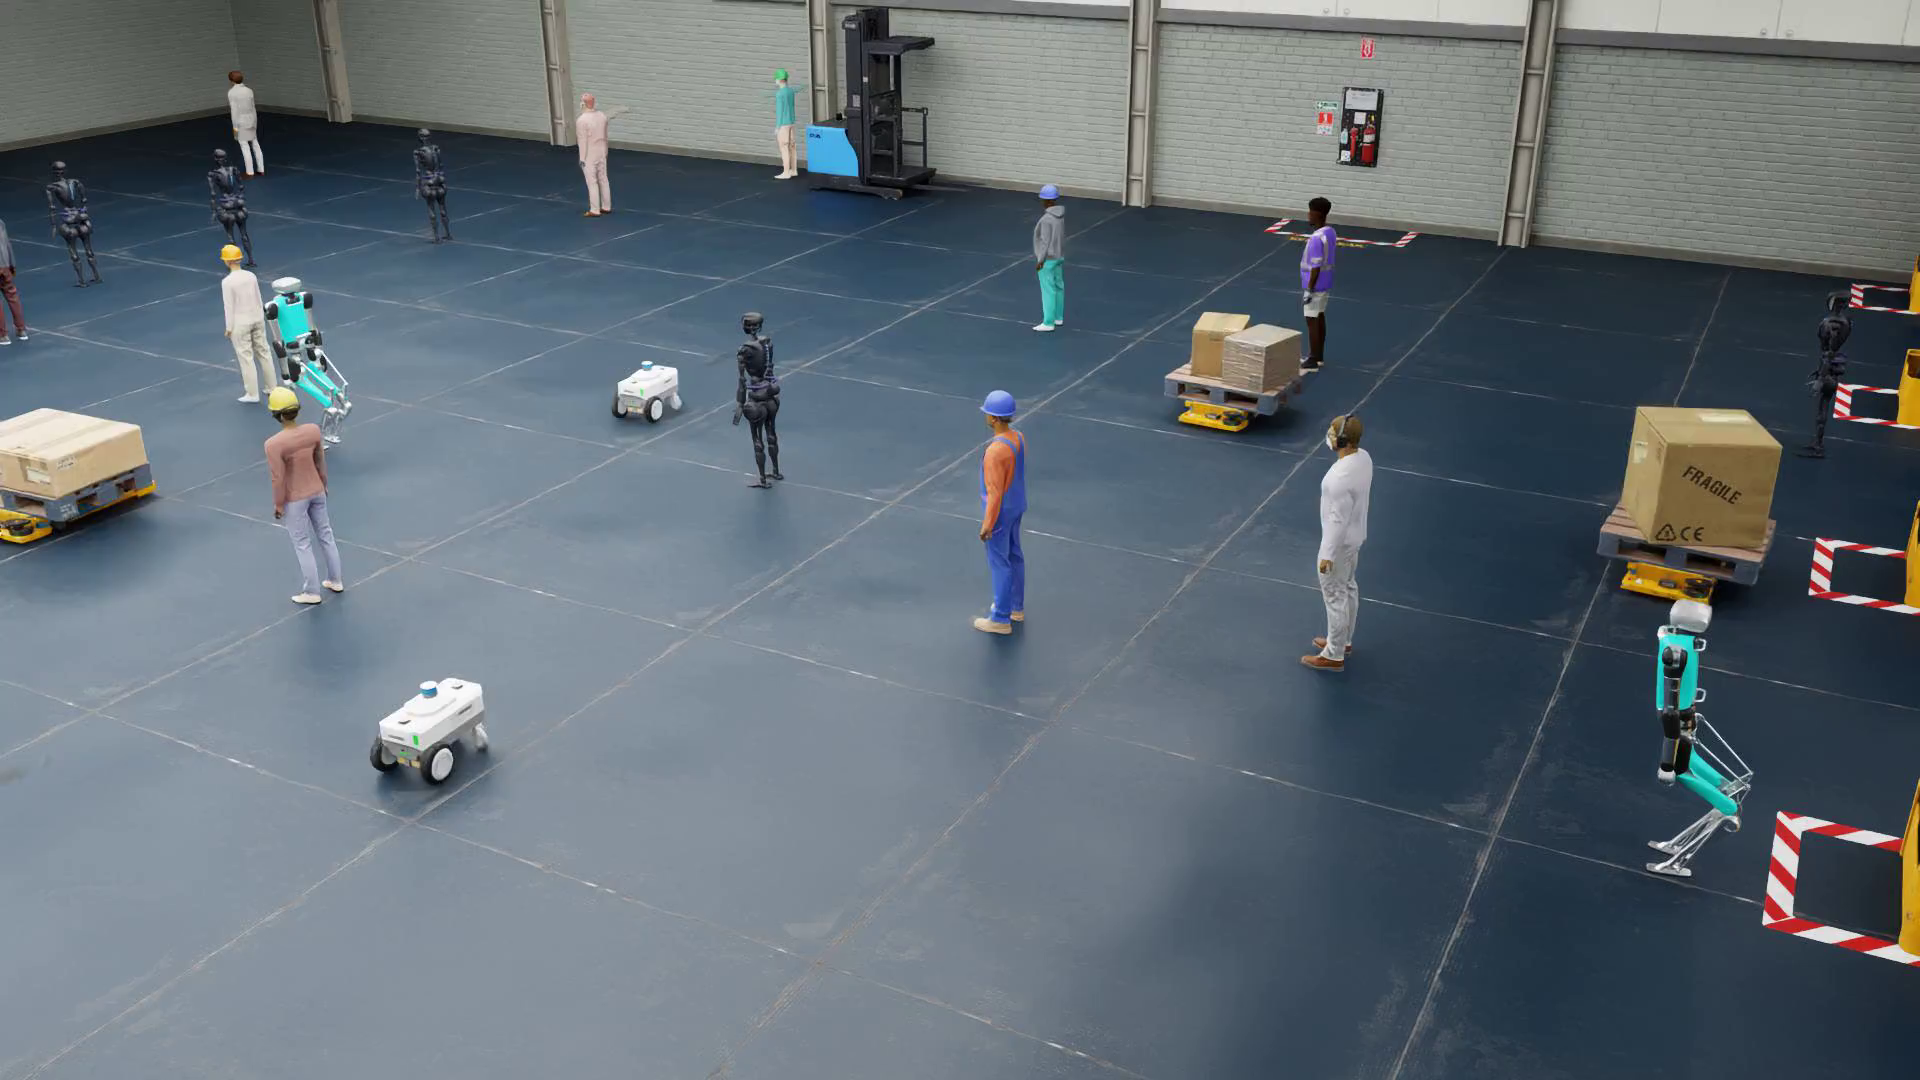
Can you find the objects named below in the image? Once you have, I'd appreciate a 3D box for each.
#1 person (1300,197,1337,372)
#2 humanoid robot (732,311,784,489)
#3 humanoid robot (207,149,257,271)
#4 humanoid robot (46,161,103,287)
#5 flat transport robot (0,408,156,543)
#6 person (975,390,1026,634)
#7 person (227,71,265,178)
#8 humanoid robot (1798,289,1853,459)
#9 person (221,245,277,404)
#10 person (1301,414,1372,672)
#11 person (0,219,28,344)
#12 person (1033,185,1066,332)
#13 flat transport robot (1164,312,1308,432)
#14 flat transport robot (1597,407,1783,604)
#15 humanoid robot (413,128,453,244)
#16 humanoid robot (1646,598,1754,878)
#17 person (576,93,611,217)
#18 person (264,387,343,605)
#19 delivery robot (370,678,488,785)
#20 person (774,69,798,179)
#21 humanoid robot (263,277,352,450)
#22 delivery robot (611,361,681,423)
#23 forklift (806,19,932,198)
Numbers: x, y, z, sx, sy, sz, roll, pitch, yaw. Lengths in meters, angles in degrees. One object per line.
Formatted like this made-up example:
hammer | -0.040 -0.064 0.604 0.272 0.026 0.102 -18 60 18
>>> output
person | 4.000 -2.876 18.712 0.362 1.963 0.611 12 26 25
humanoid robot | -1.871 -1.305 15.398 0.315 1.657 0.599 12 26 25
humanoid robot | -10.100 -4.571 23.006 0.315 1.655 0.599 12 26 25
humanoid robot | -11.847 -4.220 22.186 0.315 1.657 0.599 12 26 25
flat transport robot | -8.048 -0.339 14.952 0.659 0.231 1.431 10 25 22
person | 0.310 -0.215 12.586 0.368 1.908 0.532 12 26 25
person | -12.533 -7.272 29.116 0.360 1.827 0.514 12 26 25
humanoid robot | 8.402 -1.619 16.133 0.315 1.655 0.599 12 26 25
person | -7.607 -2.299 17.706 0.330 1.694 0.482 12 26 25
person | 2.743 0.018 12.007 0.353 1.937 0.634 12 26 25
person | -11.475 -3.231 19.727 0.373 1.810 0.554 12 26 25
person | 1.094 -3.427 20.233 0.356 1.776 0.542 12 26 25
flat transport robot | 2.920 -1.464 17.572 0.659 0.231 1.431 14 27 29
flat transport robot | 6.001 0.159 13.793 0.659 0.231 1.431 14 27 29
humanoid robot | -7.794 -5.224 24.522 0.315 1.657 0.599 12 26 25
humanoid robot | 4.244 1.165 9.426 0.735 1.673 0.533 12 26 25
person | -5.797 -6.056 26.188 0.406 1.905 0.650 12 26 25
person | -5.193 -0.350 13.080 0.324 1.766 0.532 12 26 25
delivery robot | -3.473 1.241 10.934 0.520 0.612 0.784 10 25 22
person | -3.069 -7.255 29.021 0.366 1.870 0.528 12 26 25
humanoid robot | -6.208 -1.675 16.039 0.735 1.673 0.533 12 26 25
delivery robot | -3.276 -1.553 17.439 0.520 0.612 0.784 10 25 22
forklift | -1.573 -7.292 27.850 1.873 2.768 1.129 12 26 25
